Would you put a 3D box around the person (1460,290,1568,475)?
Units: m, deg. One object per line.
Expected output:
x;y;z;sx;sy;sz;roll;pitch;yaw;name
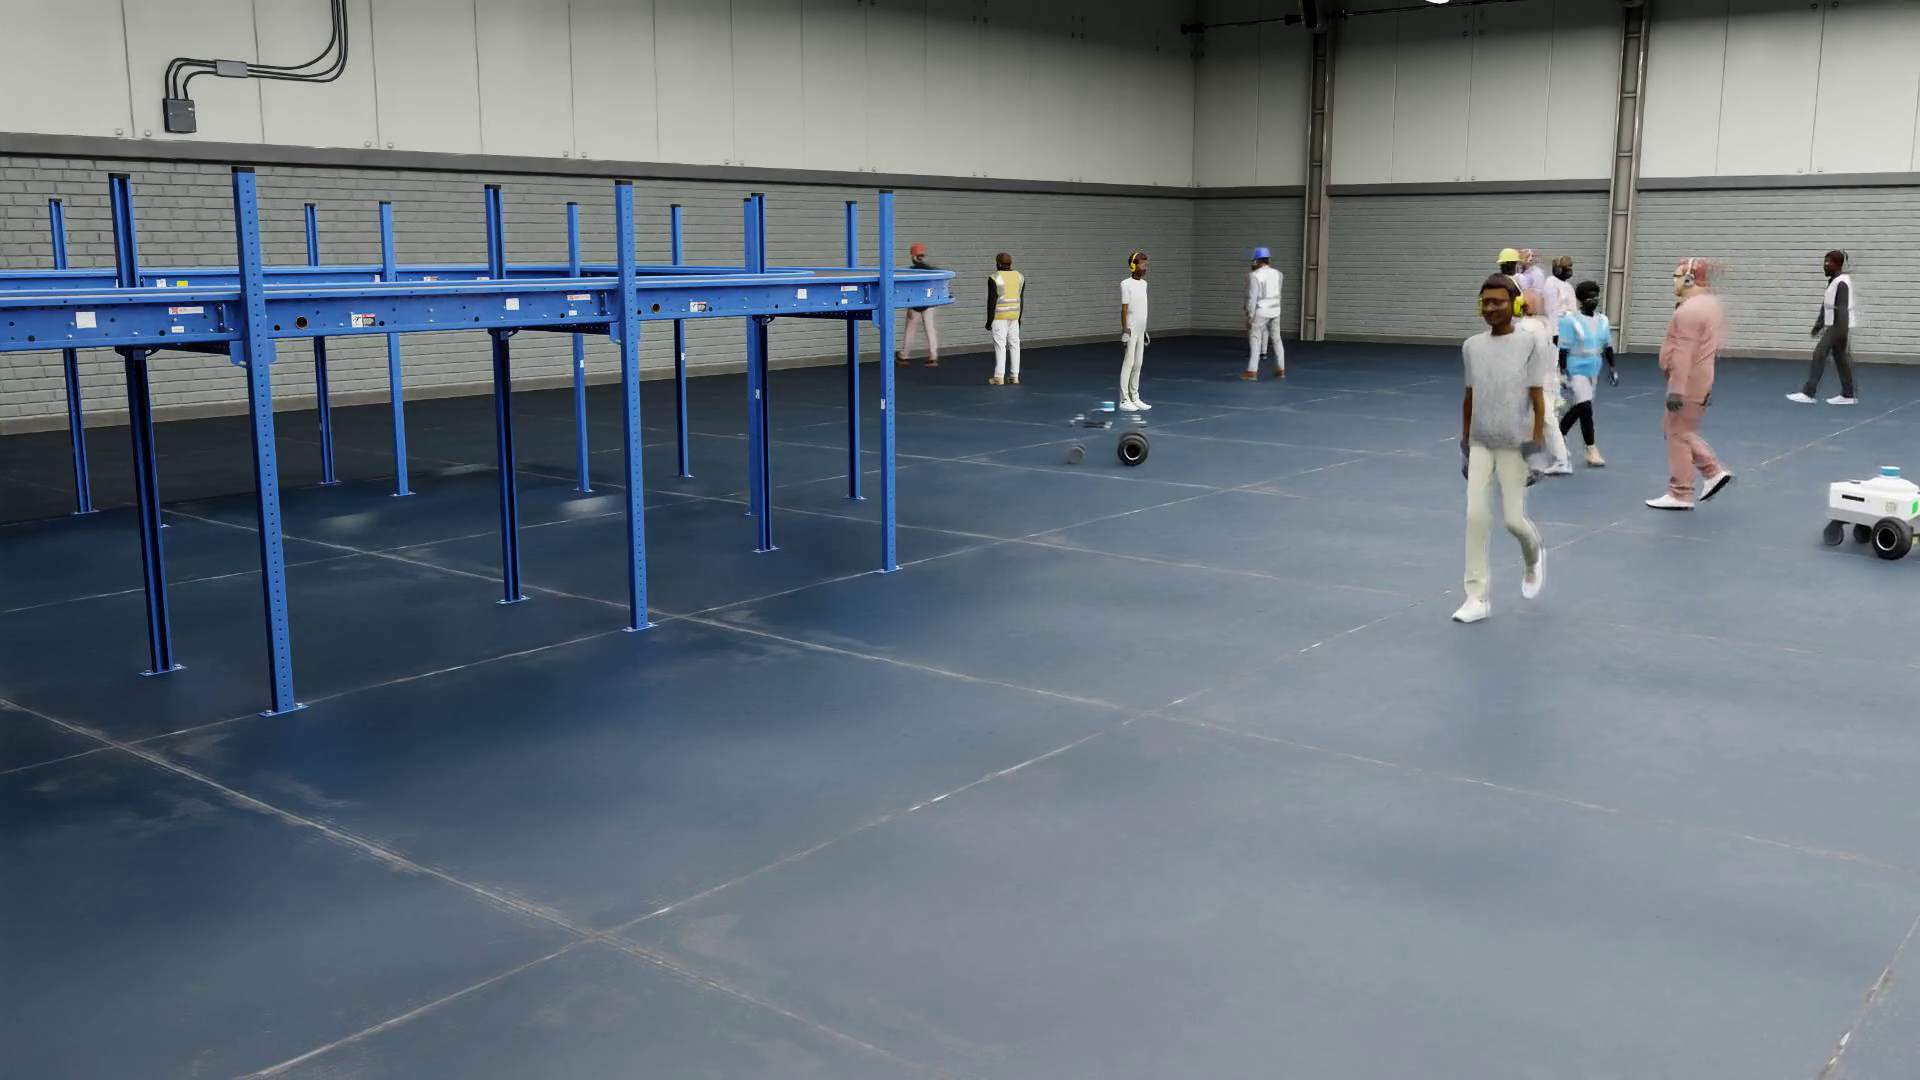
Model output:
4.838;-1.349;14.354;0.928;1.577;0.554;9;14;42;person

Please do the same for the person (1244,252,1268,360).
5.046;-3.983;28.239;0.404;1.835;0.587;10;14;43;person

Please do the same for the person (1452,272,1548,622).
2.932;-0.505;8.928;0.528;1.855;0.717;9;14;42;person

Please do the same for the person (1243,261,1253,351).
5.439;-4.354;30.474;0.525;1.772;0.307;-4;11;-19;person

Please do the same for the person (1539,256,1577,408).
7.232;-2.509;20.094;0.456;1.825;0.638;9;14;42;person

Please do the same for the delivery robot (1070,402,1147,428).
1.361;-1.151;15.230;0.698;0.223;0.335;1;10;7;delivery robot

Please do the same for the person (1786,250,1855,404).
10.732;-2.632;20.640;0.896;1.883;0.615;4;11;21;person

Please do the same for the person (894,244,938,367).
-0.678;-3.763;26.715;0.647;1.937;1.044;-8;13;-37;person

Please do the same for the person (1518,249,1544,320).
8.331;-3.346;24.581;0.487;1.891;0.650;0;10;0;person

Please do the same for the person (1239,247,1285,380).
4.450;-3.322;24.347;0.633;1.939;0.427;-7;12;-34;person

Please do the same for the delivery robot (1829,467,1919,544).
6.070;-0.236;10.884;0.477;0.478;0.707;-4;11;-19;delivery robot

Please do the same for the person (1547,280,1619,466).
5.627;-1.527;15.140;0.631;1.657;0.705;-4;11;-20;person

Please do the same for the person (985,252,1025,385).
0.616;-3.118;23.428;0.619;1.845;0.430;-7;13;-35;person

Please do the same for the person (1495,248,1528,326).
7.059;-2.799;21.465;0.420;1.908;0.606;-2;10;-8;person

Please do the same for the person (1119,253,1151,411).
2.098;-2.478;19.813;0.315;1.866;0.533;8;13;36;person

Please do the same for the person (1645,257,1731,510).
5.479;-1.165;12.478;0.475;1.893;0.646;7;12;33;person
